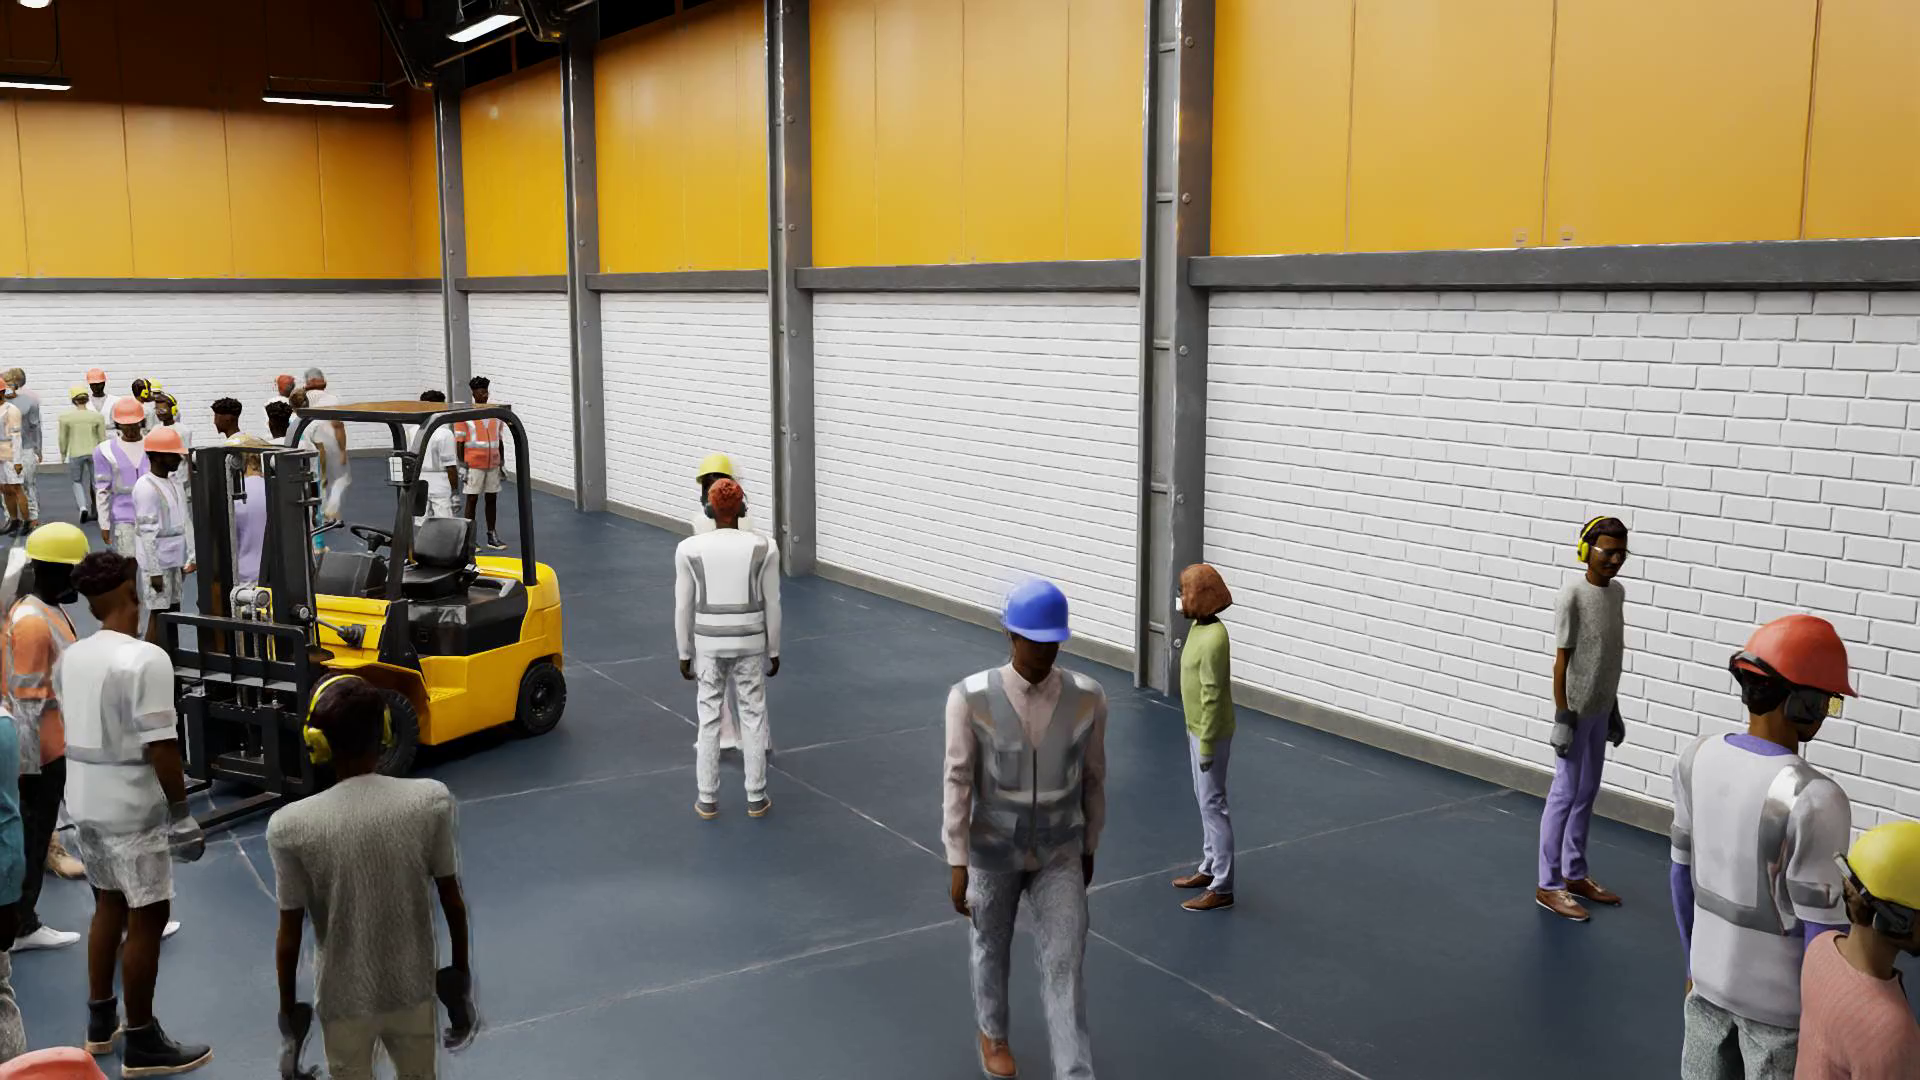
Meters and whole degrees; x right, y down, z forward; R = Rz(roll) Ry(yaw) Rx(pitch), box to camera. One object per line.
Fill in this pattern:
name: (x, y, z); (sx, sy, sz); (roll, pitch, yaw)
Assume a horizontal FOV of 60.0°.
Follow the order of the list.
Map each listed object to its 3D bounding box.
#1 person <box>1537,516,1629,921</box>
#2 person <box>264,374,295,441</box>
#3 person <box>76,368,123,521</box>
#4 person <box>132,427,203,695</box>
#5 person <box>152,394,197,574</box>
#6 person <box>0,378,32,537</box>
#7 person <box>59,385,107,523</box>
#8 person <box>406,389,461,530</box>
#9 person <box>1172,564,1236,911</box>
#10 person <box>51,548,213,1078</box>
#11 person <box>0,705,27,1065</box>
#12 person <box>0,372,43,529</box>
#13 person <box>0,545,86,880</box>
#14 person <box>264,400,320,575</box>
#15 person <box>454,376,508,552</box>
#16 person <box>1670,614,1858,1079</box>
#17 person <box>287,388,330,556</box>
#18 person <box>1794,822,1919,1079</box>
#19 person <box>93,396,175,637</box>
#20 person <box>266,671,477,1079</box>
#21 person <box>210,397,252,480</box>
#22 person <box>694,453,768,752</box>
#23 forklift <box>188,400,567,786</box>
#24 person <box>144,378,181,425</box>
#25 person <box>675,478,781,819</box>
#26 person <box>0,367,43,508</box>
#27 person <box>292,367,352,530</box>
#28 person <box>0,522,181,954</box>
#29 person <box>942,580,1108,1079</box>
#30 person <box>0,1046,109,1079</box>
person: (2.931, 0.810, 7.739); (0.512, 1.866, 0.330); (-7, 11, -39)
person: (-8.462, -1.144, 20.883); (0.570, 1.868, 0.409); (4, 9, 24)
person: (-10.892, -1.210, 21.104); (0.549, 1.937, 0.358); (-4, 9, -22)
person: (-5.696, 0.151, 11.956); (0.387, 1.930, 0.544); (-1, 8, -6)
person: (-8.077, -0.571, 17.072); (0.514, 1.861, 0.322); (3, 9, 21)
person: (-11.306, -0.983, 19.658); (0.556, 1.923, 0.426); (5, 10, 30)
person: (-10.879, -1.045, 20.677); (0.530, 1.740, 0.498); (-6, 10, -35)
person: (-5.051, -0.469, 16.011); (0.607, 1.965, 0.366); (4, 9, 25)
person: (1.148, 0.917, 7.829); (0.288, 1.626, 0.497); (0, 8, 0)
person: (-3.092, 1.007, 6.192); (0.719, 1.937, 0.374); (6, 10, 34)
person: (-3.311, 1.124, 5.379); (0.605, 1.940, 0.415); (2, 9, 11)
person: (-11.540, -1.081, 20.283); (0.636, 1.929, 0.385); (-5, 10, -31)
person: (-4.615, 0.697, 7.973); (0.671, 2.018, 0.516); (0, 8, -2)
person: (-5.821, -0.223, 14.359); (0.369, 1.965, 0.609); (8, 11, 42)
person: (-5.343, -0.853, 18.601); (0.367, 1.966, 0.604); (8, 12, 43)
person: (2.179, 1.205, 4.499); (0.382, 2.037, 0.606); (-2, 9, -15)
person: (-7.195, -0.733, 18.202); (0.517, 1.844, 0.329); (-1, 8, -6)
person: (1.993, 1.468, 3.683); (0.342, 1.755, 0.532); (2, 9, 12)
person: (-6.886, -0.191, 13.945); (0.613, 2.031, 0.403); (-5, 10, -32)
person: (-1.577, 1.291, 4.538); (0.538, 1.854, 0.528); (-6, 10, -34)
person: (-6.517, -0.315, 15.024); (0.367, 1.958, 0.609); (-1, 8, -7)
person: (-1.439, 0.404, 10.404); (0.600, 1.879, 0.601); (5, 10, 28)
forklift: (-3.529, 0.258, 10.348); (1.214, 2.155, 2.313); (4, 9, 25)
person: (-9.963, -1.089, 20.645); (0.403, 1.830, 0.599); (6, 10, 36)
person: (-1.268, 0.597, 9.127); (0.578, 1.879, 0.345); (-1, 8, -4)
person: (-12.423, -1.319, 21.911); (0.636, 1.917, 0.716); (-1, 9, -7)
person: (-7.748, -1.125, 20.186); (0.711, 2.000, 0.572); (2, 9, 12)
person: (-3.837, 0.863, 7.268); (0.827, 1.890, 0.590); (-4, 10, -28)
person: (0.238, 1.085, 5.769); (0.608, 1.893, 0.992); (-1, 9, -8)
person: (-1.410, 1.632, 2.599); (0.353, 1.743, 0.566); (-8, 12, -43)
